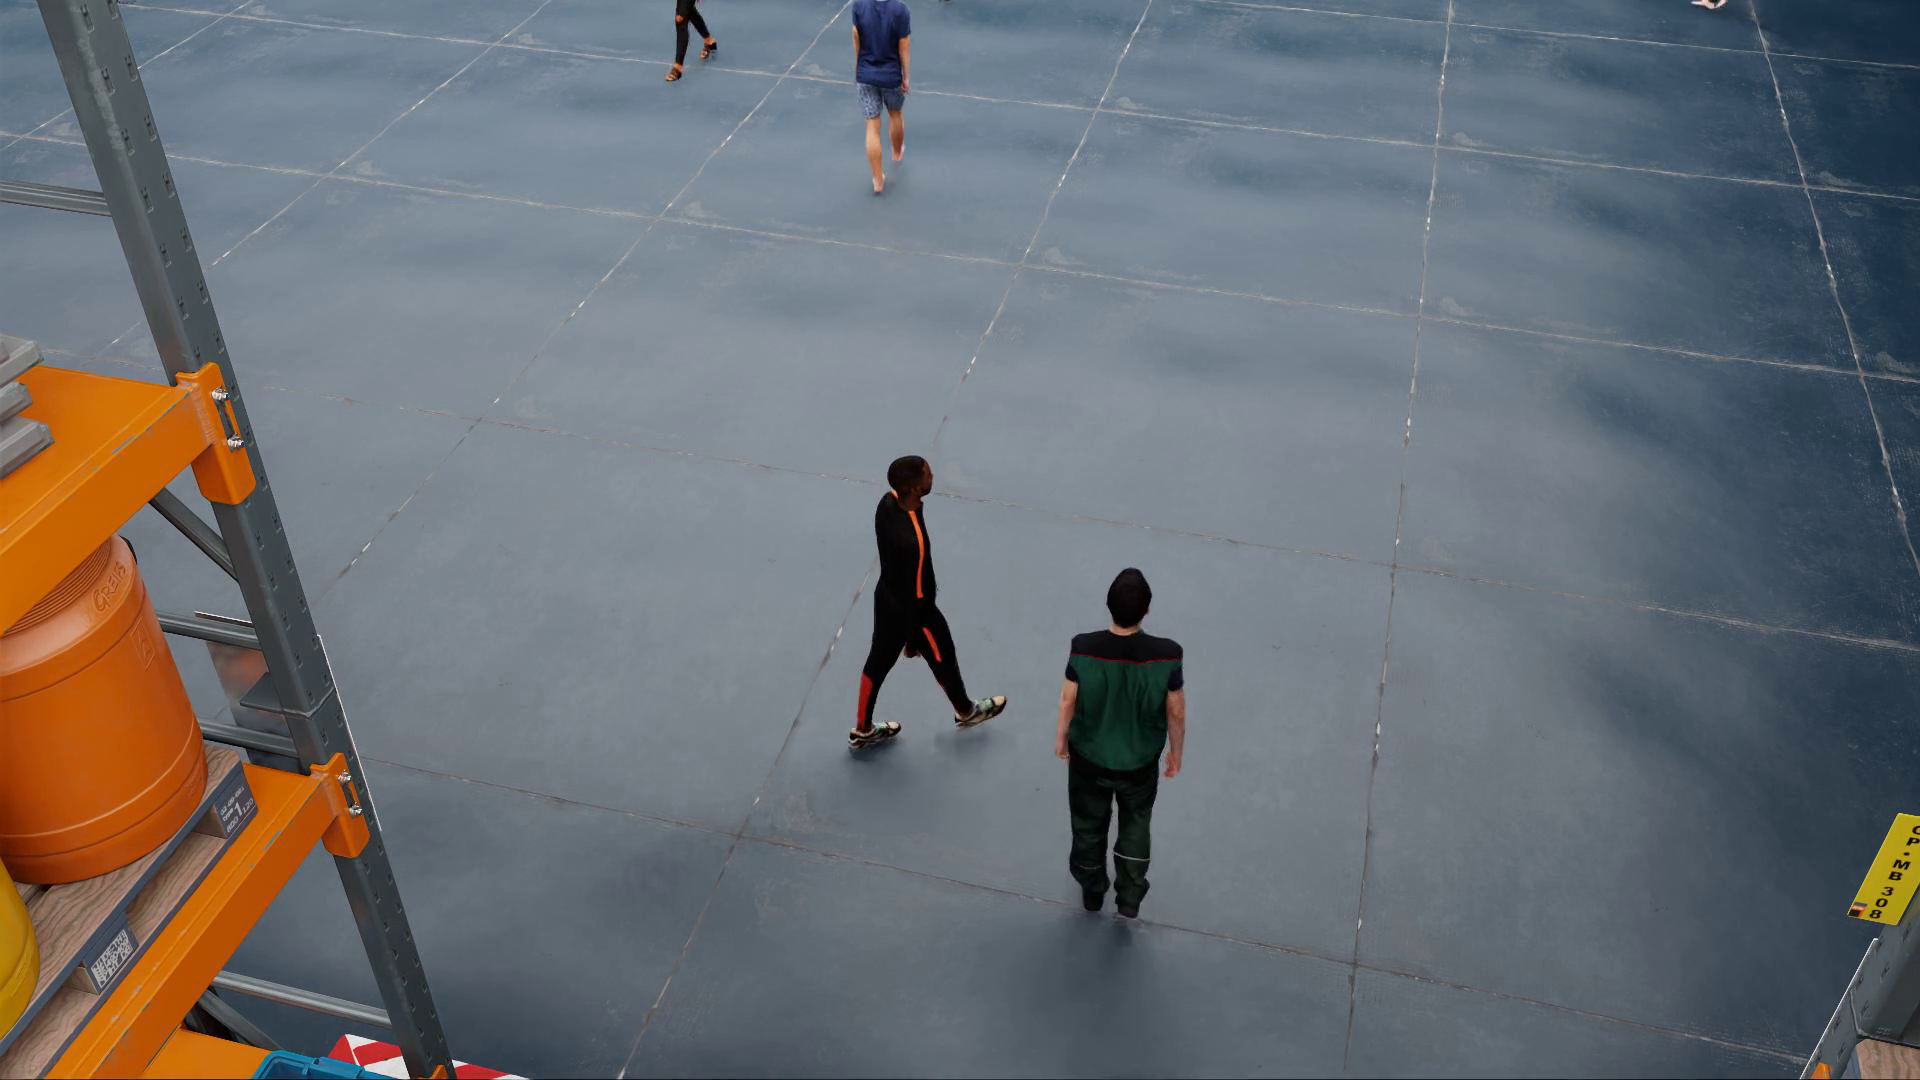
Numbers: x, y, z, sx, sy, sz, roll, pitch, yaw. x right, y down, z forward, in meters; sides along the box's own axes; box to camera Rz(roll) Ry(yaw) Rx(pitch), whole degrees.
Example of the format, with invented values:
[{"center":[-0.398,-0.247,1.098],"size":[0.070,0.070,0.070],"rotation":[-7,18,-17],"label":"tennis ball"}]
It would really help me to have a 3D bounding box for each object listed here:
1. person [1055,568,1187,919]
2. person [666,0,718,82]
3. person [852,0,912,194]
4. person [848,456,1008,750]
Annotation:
[{"center":[0.678,0.995,7.271],"size":[0.792,1.884,0.835],"rotation":[1,38,1],"label":"person"},{"center":[-2.506,-5.136,15.290],"size":[0.837,1.660,1.161],"rotation":[21,43,24],"label":"person"},{"center":[-0.640,-3.660,13.281],"size":[0.792,1.810,1.096],"rotation":[0,38,-1],"label":"person"},{"center":[-0.352,0.364,8.169],"size":[1.129,1.771,1.098],"rotation":[-18,42,-22],"label":"person"}]
